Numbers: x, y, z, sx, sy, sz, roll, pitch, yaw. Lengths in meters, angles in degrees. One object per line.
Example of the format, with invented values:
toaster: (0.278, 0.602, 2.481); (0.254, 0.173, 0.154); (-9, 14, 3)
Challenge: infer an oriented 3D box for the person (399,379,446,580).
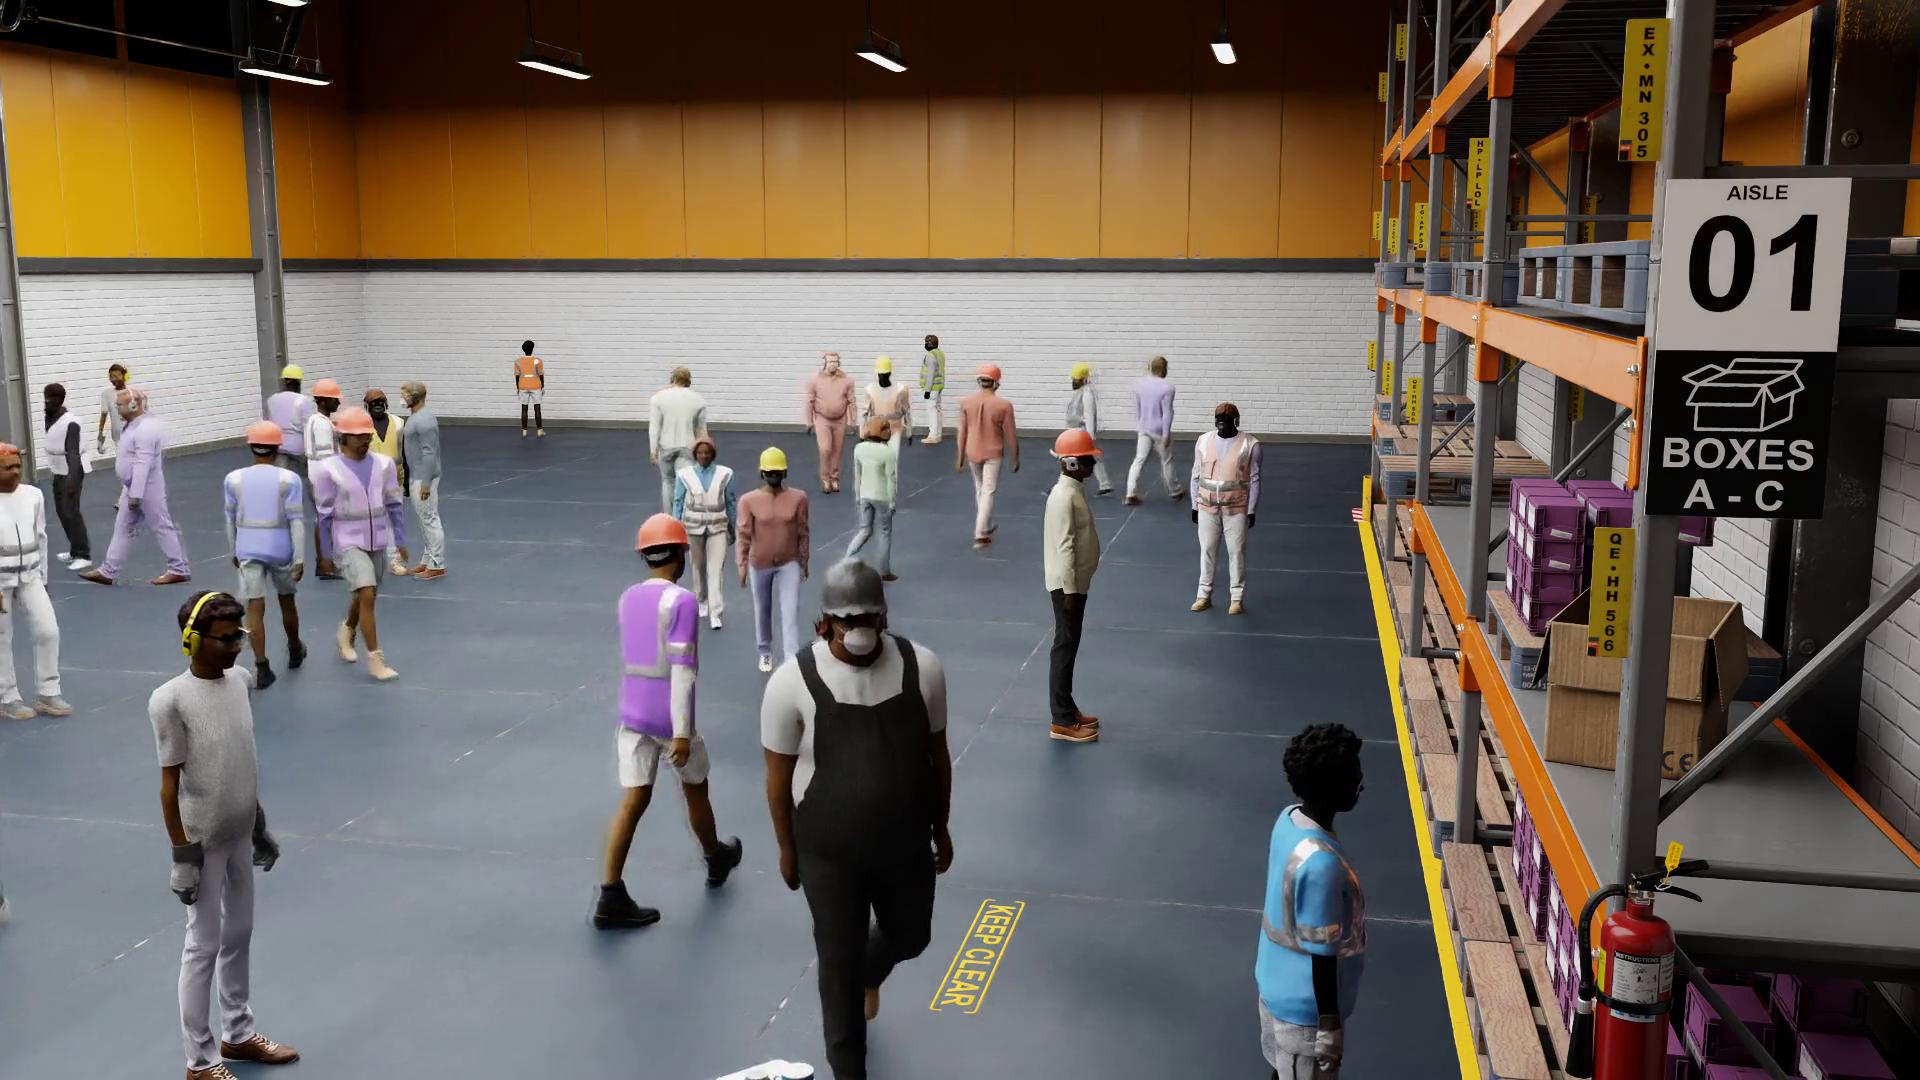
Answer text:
person: (-5.179, -0.583, 16.033); (0.352, 1.937, 0.635); (-4, 10, -25)

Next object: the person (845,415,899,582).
person: (-0.839, -0.376, 15.757); (0.501, 1.622, 0.573); (7, 12, 36)

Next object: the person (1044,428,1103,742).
person: (0.722, 0.278, 10.670); (0.376, 1.997, 0.612); (1, 10, 7)

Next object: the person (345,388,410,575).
person: (-5.625, -0.549, 16.124); (0.634, 1.841, 0.429); (-7, 12, -37)

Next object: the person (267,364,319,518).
person: (-7.616, -1.072, 19.153); (0.596, 1.884, 0.927); (2, 10, 12)

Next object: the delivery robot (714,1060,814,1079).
delivery robot: (-0.501, 1.866, 5.155); (0.477, 0.478, 0.707); (-7, 12, -36)

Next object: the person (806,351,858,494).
person: (-1.672, -1.552, 22.012); (0.680, 1.883, 0.689); (-3, 10, -16)

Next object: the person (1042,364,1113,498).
person: (1.559, -1.393, 21.457); (0.949, 1.766, 0.627); (0, 9, -1)

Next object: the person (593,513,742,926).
person: (-1.368, 0.823, 7.796); (0.613, 1.858, 0.978); (7, 12, 36)

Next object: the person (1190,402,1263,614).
person: (2.299, -0.277, 14.486); (0.625, 1.844, 0.429); (4, 10, 24)

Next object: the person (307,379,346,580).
person: (-6.095, -0.588, 16.071); (0.373, 1.933, 0.550); (-5, 11, -27)

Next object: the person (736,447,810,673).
person: (-1.354, 0.181, 12.100); (0.543, 1.713, 0.916); (-2, 10, -11)

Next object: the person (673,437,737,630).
person: (-2.154, -0.082, 14.061); (0.532, 1.590, 0.881); (-2, 10, -9)

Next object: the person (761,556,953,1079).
person: (-0.382, 1.013, 6.112); (0.689, 2.000, 0.763); (-4, 10, -20)

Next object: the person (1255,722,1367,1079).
person: (1.052, 1.371, 4.985); (0.316, 1.695, 0.541); (0, 9, 0)

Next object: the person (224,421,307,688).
person: (-5.066, 0.074, 12.195); (0.566, 1.888, 0.951); (-2, 10, -12)

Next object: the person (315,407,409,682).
person: (-4.473, -0.003, 12.364); (0.998, 2.007, 0.621); (8, 13, 42)

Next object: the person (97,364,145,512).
person: (-10.262, -1.240, 20.358); (0.556, 1.812, 0.992); (-1, 9, -3)

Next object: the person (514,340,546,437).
person: (-7.569, -2.663, 29.288); (0.531, 1.697, 0.320); (0, 9, -1)

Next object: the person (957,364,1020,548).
person: (0.356, -0.930, 18.051); (0.662, 1.951, 0.944); (4, 10, 25)

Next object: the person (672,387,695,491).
person: (-3.330, -1.035, 19.686); (0.531, 1.618, 0.376); (9, 13, 44)

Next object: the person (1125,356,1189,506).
person: (2.472, -1.375, 20.999); (1.068, 1.881, 0.646); (-9, 13, -42)

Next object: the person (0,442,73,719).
person: (-6.217, 0.290, 10.994); (0.640, 1.863, 0.570); (6, 11, 31)

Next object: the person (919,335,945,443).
person: (-0.479, -2.567, 28.276); (0.429, 1.842, 0.635); (3, 10, 17)

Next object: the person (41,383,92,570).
person: (-8.910, -0.641, 16.586); (0.732, 1.873, 0.440); (8, 12, 40)

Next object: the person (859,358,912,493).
person: (-0.944, -1.358, 20.924); (0.617, 1.863, 1.004); (1, 9, 6)

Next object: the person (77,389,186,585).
person: (-7.786, -0.471, 15.568); (0.951, 1.860, 0.678); (-8, 12, -39)

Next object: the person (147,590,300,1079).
person: (-2.706, 1.103, 6.108); (0.329, 1.865, 0.508); (2, 10, 12)

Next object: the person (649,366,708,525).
person: (-3.181, -1.012, 18.786); (0.667, 1.876, 0.888); (-2, 10, -12)
